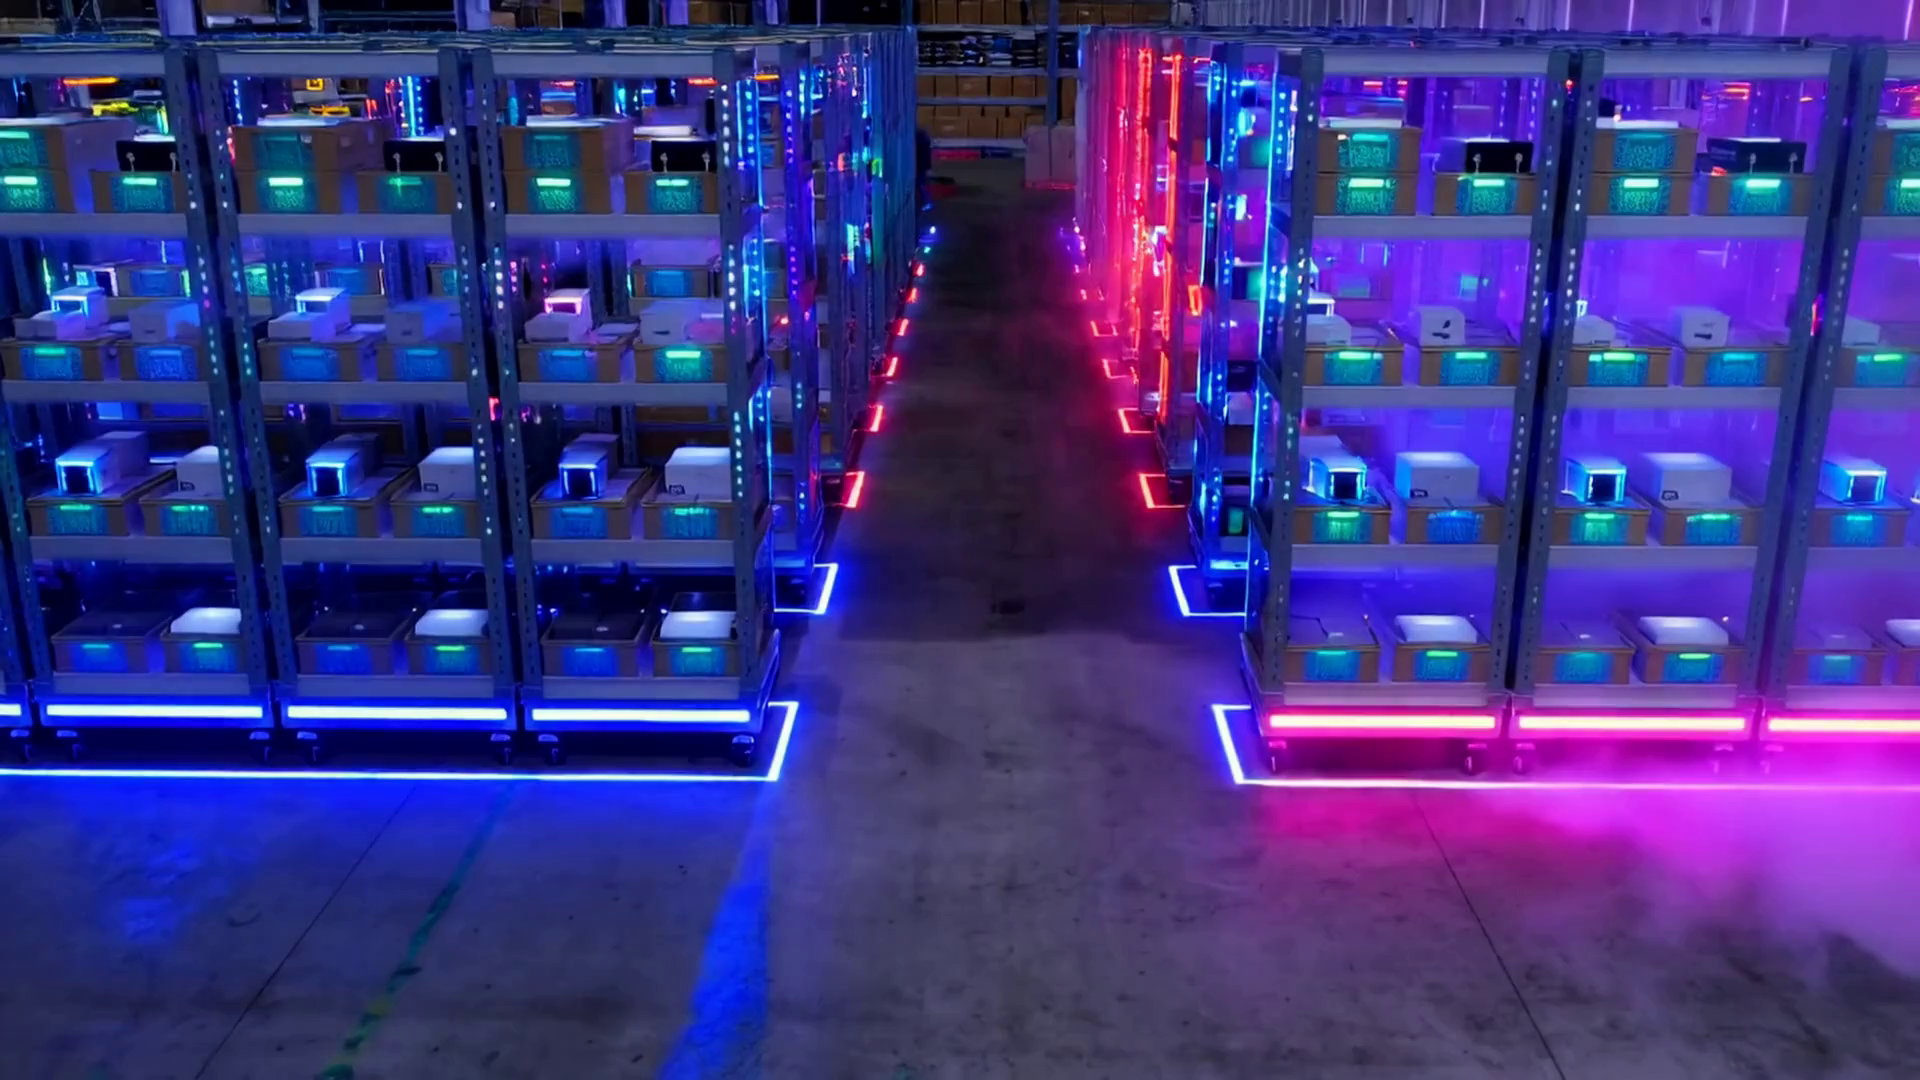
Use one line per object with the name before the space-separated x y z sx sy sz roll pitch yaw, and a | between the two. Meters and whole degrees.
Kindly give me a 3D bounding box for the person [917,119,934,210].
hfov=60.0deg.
person | -0.849 -7.502 33.235 0.999 1.860 0.639 -16 23 -41
